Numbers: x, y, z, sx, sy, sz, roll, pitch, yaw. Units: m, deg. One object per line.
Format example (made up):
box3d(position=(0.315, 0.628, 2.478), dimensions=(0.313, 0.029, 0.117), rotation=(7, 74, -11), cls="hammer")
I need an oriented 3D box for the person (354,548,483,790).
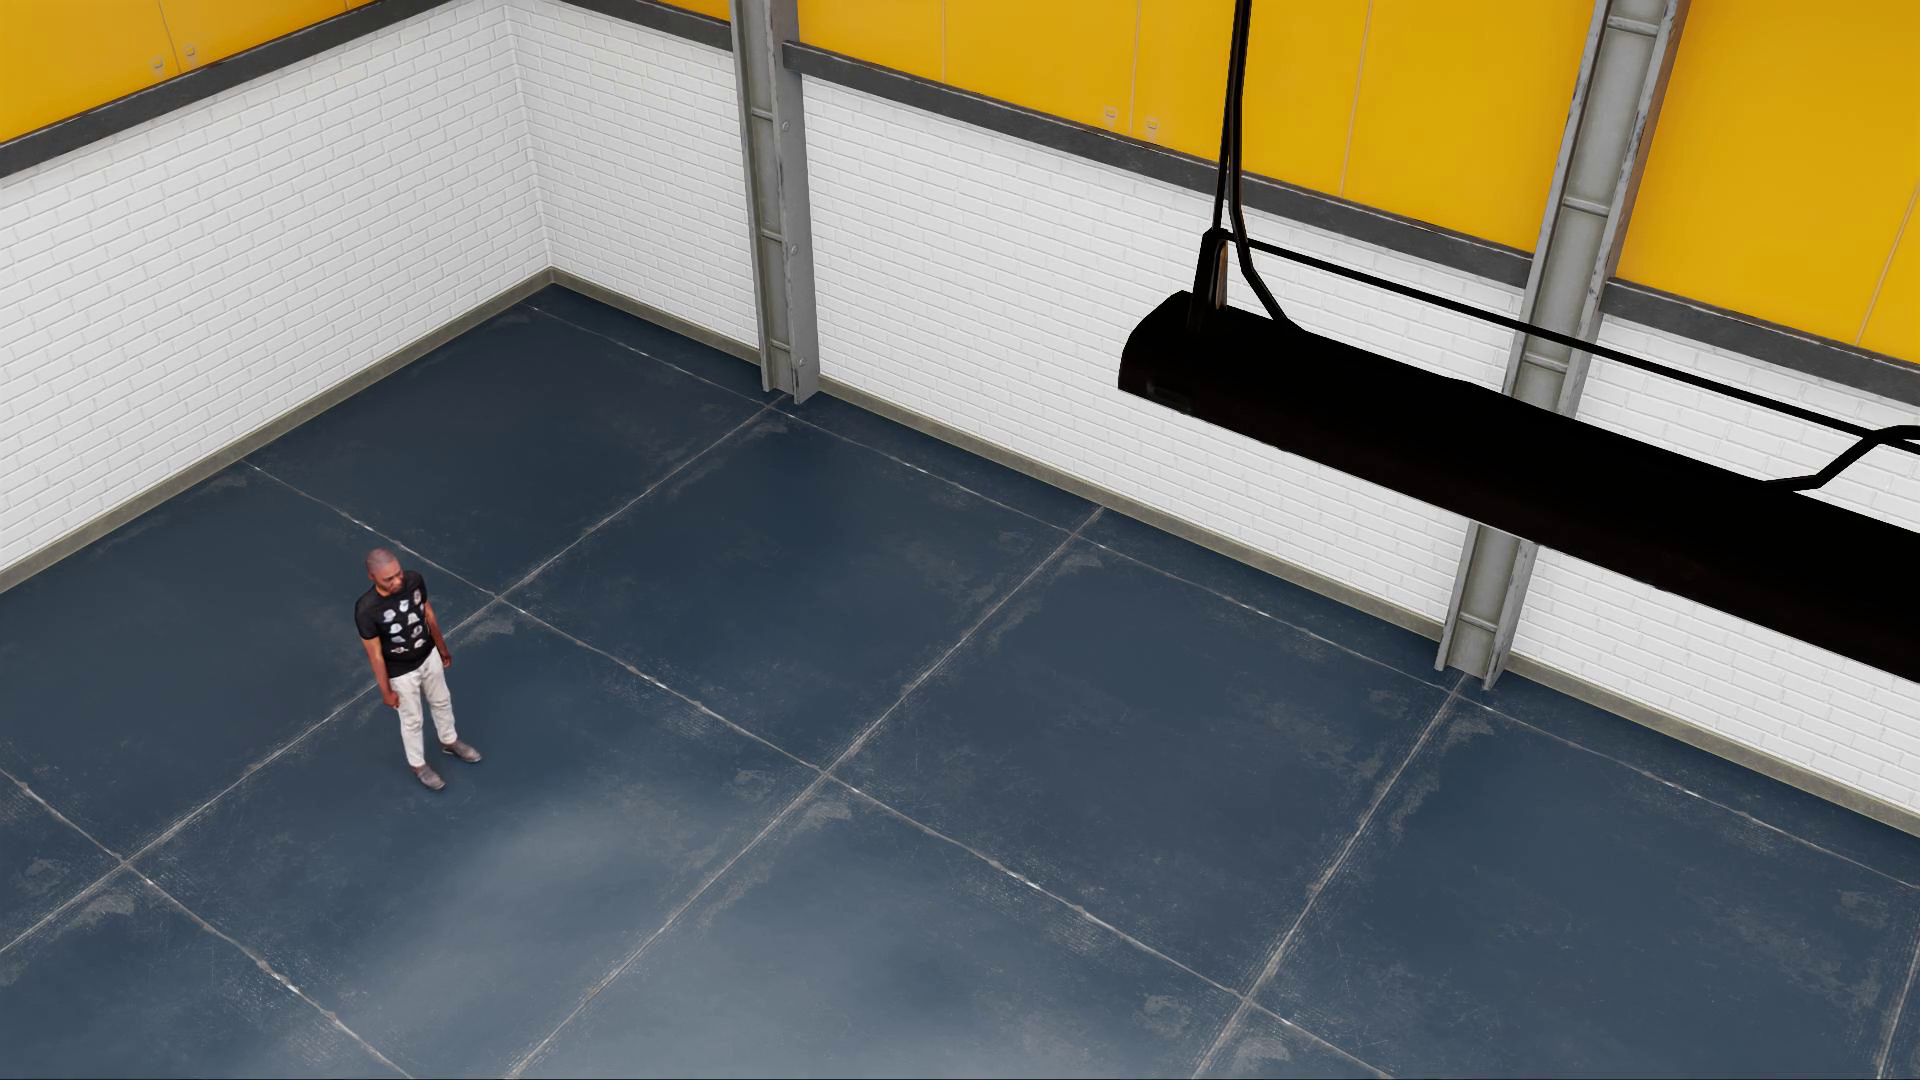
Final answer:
box3d(position=(-3.351, 0.743, 10.102), dimensions=(0.595, 1.800, 0.654), rotation=(22, 44, 25), cls="person")
